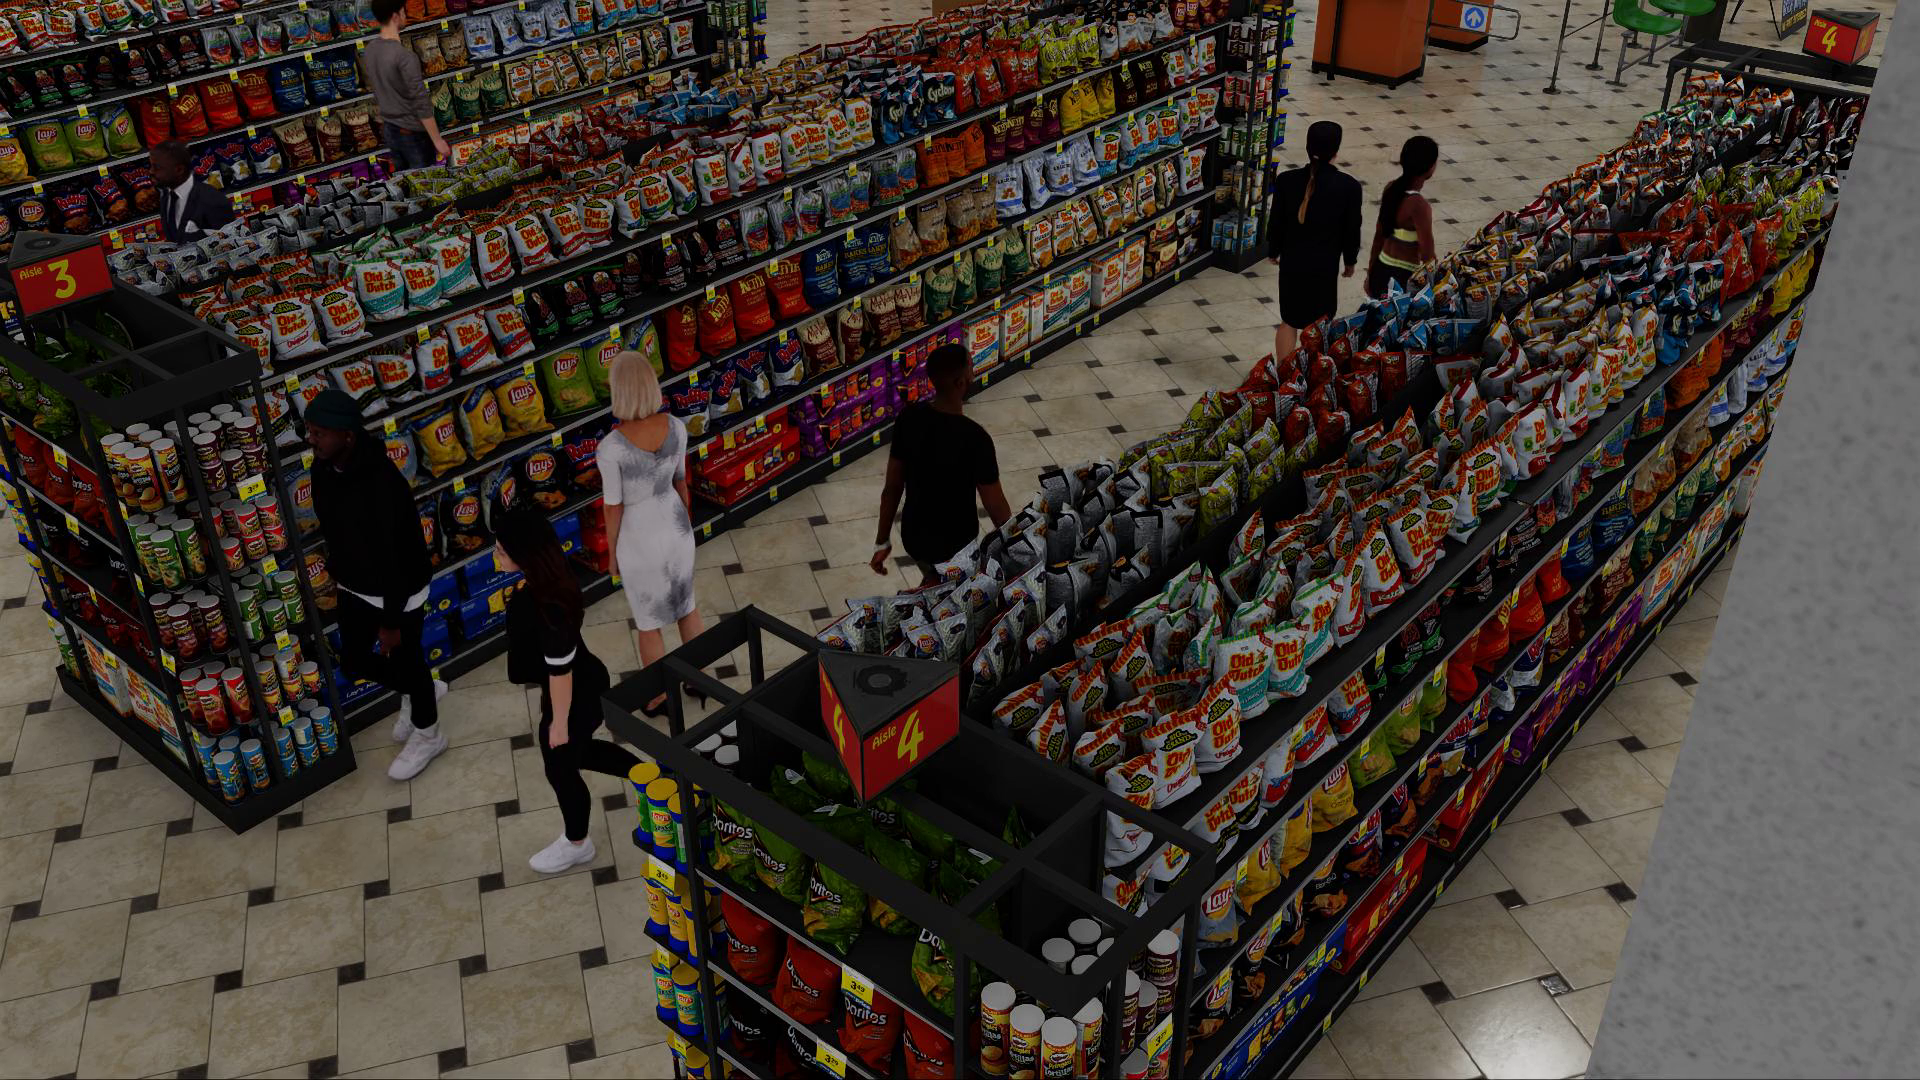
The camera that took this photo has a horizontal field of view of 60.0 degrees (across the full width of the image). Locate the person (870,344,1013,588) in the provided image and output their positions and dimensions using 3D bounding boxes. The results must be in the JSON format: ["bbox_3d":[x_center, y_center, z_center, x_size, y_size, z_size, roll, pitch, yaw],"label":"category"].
[{"bbox_3d":[-0.150,0.078,6.957,0.689,1.753,1.184,25,39,34],"label":"person"}]

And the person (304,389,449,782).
[{"bbox_3d":[-2.286,0.157,6.786,0.744,1.800,0.788,17,36,25],"label":"person"}]

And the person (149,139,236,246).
[{"bbox_3d":[-4.106,-1.322,9.140,0.723,1.824,0.623,19,36,27],"label":"person"}]

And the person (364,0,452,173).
[{"bbox_3d":[-3.802,-2.774,11.404,0.698,1.899,0.574,27,41,36],"label":"person"}]

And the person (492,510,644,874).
[{"bbox_3d":[-1.406,0.572,6.287,0.989,1.623,0.865,-9,33,-14],"label":"person"}]

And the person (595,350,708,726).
[{"bbox_3d":[-1.295,0.009,7.073,0.496,1.748,0.652,-25,40,-34],"label":"person"}]

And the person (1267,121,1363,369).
[{"bbox_3d":[2.049,-1.615,9.756,0.777,1.671,0.753,11,34,17],"label":"person"}]

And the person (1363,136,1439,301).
[{"bbox_3d":[2.349,-1.387,9.320,0.775,1.745,0.716,-8,33,-13],"label":"person"}]
